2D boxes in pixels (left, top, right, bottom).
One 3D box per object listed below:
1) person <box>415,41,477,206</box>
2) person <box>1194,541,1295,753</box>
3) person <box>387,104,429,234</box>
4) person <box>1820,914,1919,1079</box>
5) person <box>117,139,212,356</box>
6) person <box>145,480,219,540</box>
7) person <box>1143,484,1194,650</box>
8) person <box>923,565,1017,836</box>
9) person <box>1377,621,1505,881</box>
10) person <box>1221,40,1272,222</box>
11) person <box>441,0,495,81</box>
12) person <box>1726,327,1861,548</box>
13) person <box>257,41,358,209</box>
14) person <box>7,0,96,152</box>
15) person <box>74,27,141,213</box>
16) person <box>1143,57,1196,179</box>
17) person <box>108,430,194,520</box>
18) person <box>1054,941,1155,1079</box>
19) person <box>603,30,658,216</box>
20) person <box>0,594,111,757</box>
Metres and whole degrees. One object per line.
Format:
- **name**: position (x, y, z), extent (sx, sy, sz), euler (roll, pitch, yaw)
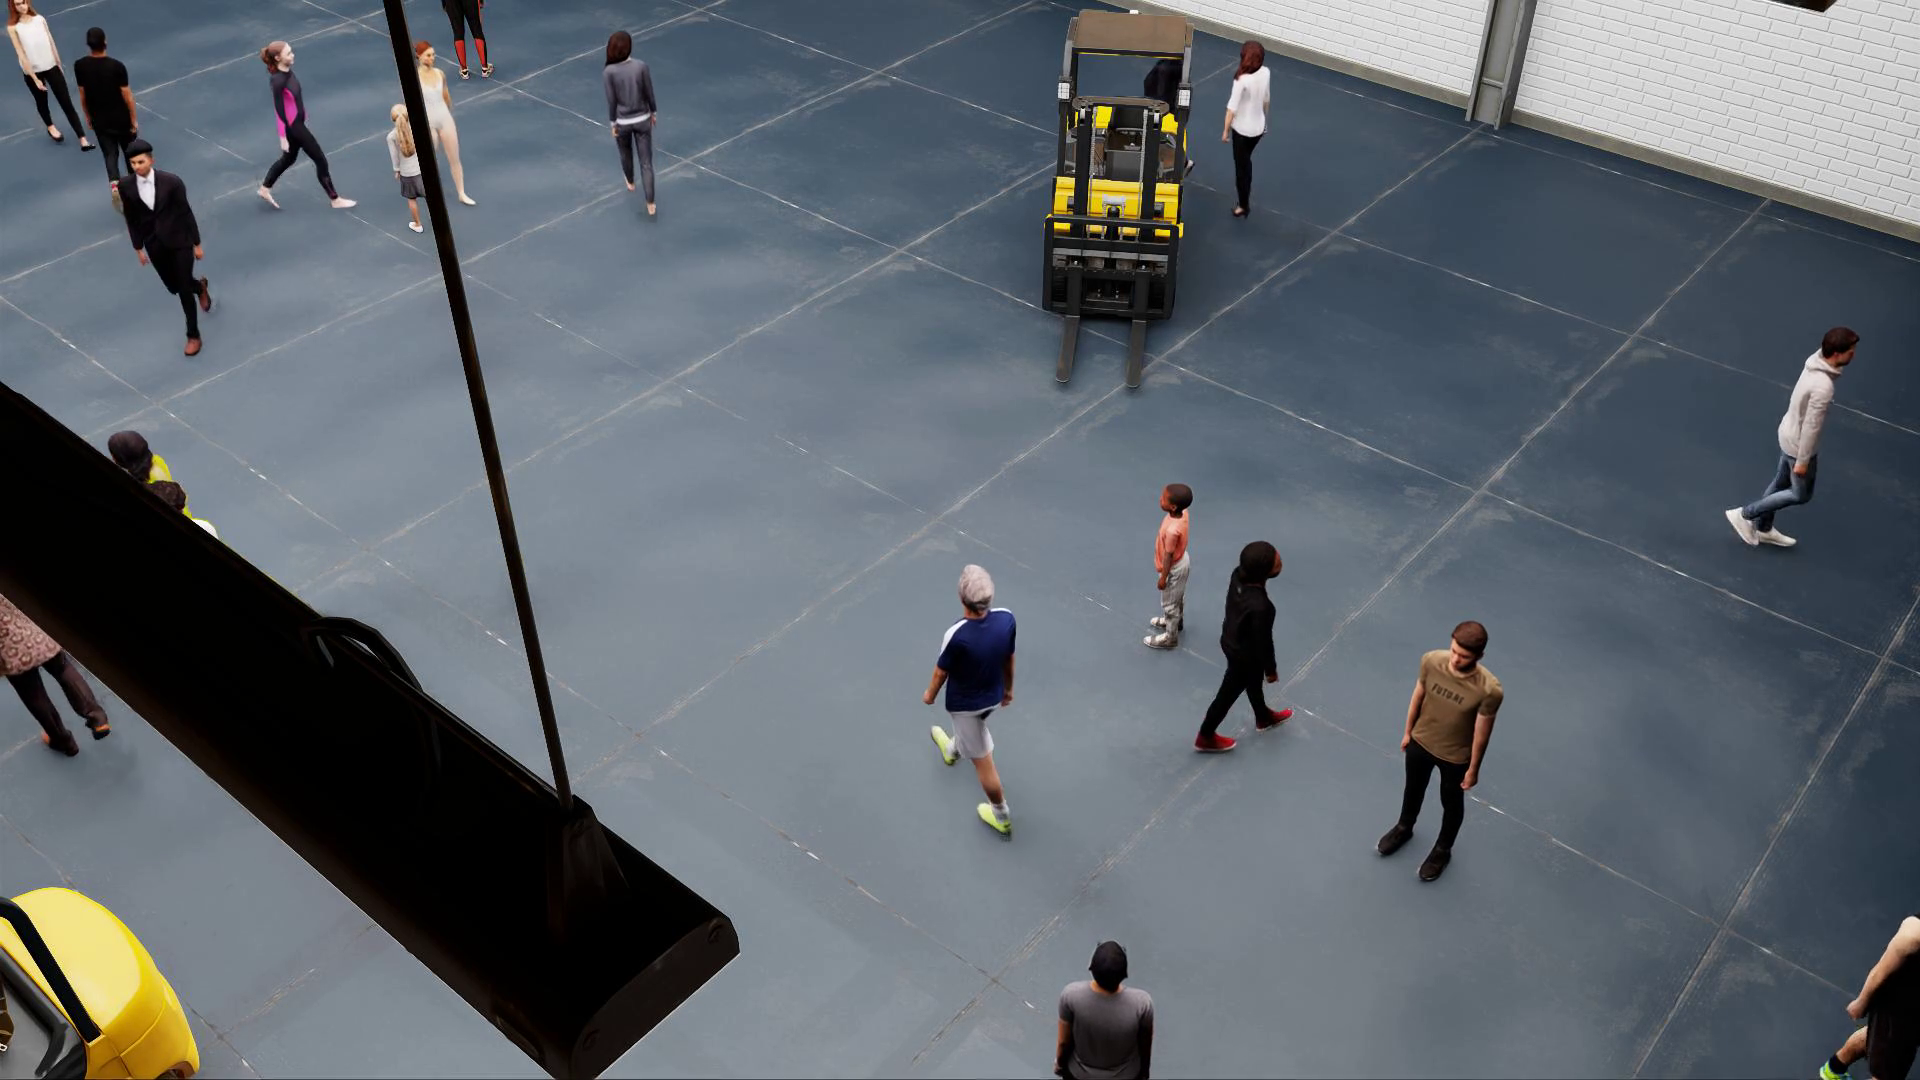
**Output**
- **person**: position (-5.152, -4.063, 16.225), extent (0.633, 1.632, 0.846), euler (-32, 48, -33)
- **person**: position (1.665, 0.695, 10.250), extent (1.005, 1.651, 0.971), euler (-6, 39, -8)
- **person**: position (-5.232, -3.561, 15.881), extent (0.564, 1.275, 0.587), euler (-23, 44, -26)
- **person**: position (4.629, 2.222, 8.171), extent (1.032, 1.860, 1.136), euler (-8, 39, -10)
- **person**: position (-6.709, -2.561, 14.161), extent (1.161, 1.860, 1.216), euler (-3, 39, -4)
- **person**: position (-4.817, 0.388, 10.509), extent (0.700, 1.810, 0.685), euler (-21, 43, -24)
- **person**: position (1.446, 0.162, 11.193), extent (0.546, 1.307, 0.528), euler (12, 40, 15)
- **person**: position (0.139, 0.982, 9.781), extent (0.806, 1.788, 1.208), euler (-27, 46, -29)
- **person**: position (2.772, 1.168, 9.500), extent (0.496, 1.850, 0.718), euler (31, 48, 33)
- **person**: position (2.806, -3.849, 15.834), extent (0.690, 1.784, 0.673), euler (-23, 44, -26)
- **person**: position (-5.583, -6.072, 18.598), extent (0.696, 1.809, 0.731), euler (-7, 39, -9)
- **person**: position (5.896, -0.719, 11.865), extent (0.901, 1.846, 0.832), euler (12, 40, 15)
- **person**: position (-6.494, -3.939, 16.013), extent (1.165, 1.701, 1.097), euler (-3, 39, -4)
- **person**: position (-9.518, -4.836, 17.160), extent (1.143, 1.672, 0.642), euler (31, 48, 33)
- **person**: position (-8.227, -4.040, 16.115), extent (1.033, 1.733, 1.137), euler (-10, 40, -13)
- **person**: position (2.096, -4.255, 16.495), extent (0.961, 1.594, 0.856), euler (12, 40, 15)
- **person**: position (-5.261, -0.039, 11.174), extent (1.044, 1.646, 0.981), euler (-6, 39, -8)
- **person**: position (0.680, 2.495, 7.914), extent (0.675, 1.755, 0.763), euler (2, 39, 3)
- **person**: position (-3.142, -3.986, 16.058), extent (1.045, 1.718, 1.215), euler (-9, 40, -11)
- **person**: position (-5.695, 0.654, 10.194), extent (0.771, 1.786, 0.694), euler (29, 47, 31)
